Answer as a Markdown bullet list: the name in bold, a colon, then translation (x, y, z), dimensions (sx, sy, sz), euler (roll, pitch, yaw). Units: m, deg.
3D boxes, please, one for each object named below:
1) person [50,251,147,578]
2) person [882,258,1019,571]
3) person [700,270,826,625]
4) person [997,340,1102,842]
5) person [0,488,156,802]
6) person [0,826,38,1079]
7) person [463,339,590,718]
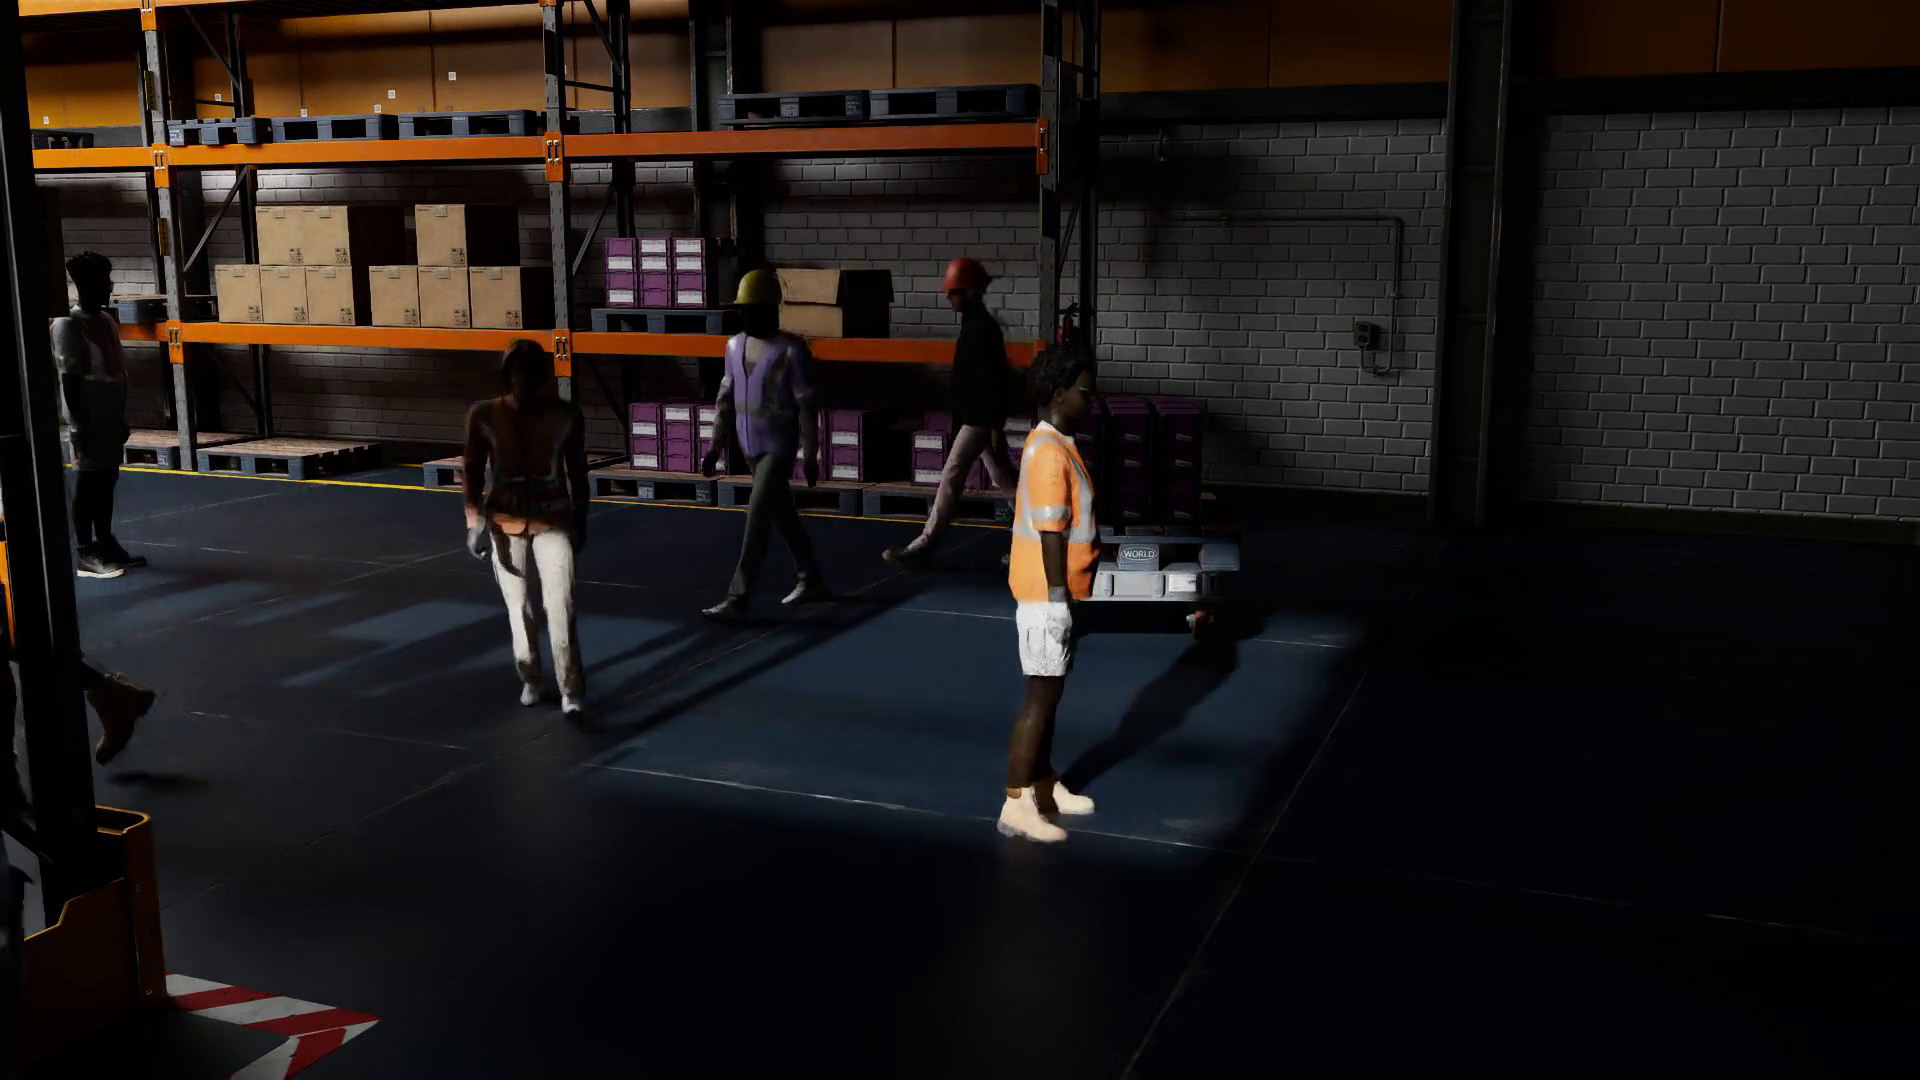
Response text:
- **person**: translation (-5.245, -0.763, 10.116), dimensions (0.362, 1.963, 0.614), euler (-1, 10, -3)
- **person**: translation (0.086, -0.762, 10.244), dimensions (1.085, 1.925, 0.650), euler (-1, 10, -6)
- **person**: translation (-1.053, -0.509, 8.972), dimensions (0.593, 1.874, 1.006), euler (10, 14, 43)
- **person**: translation (0.325, 0.167, 5.688), dimensions (0.316, 1.695, 0.540), euler (1, 10, 5)
- **person**: translation (-3.417, -0.045, 6.006), dimensions (0.678, 2.017, 0.627), euler (-6, 12, -29)
- **person**: translation (-1.274, 0.791, 1.888), dimensions (0.587, 1.821, 0.968), euler (6, 12, 28)
- **person**: translation (-1.823, -0.028, 7.041), dimensions (0.520, 1.610, 0.726), euler (-2, 10, -13)
